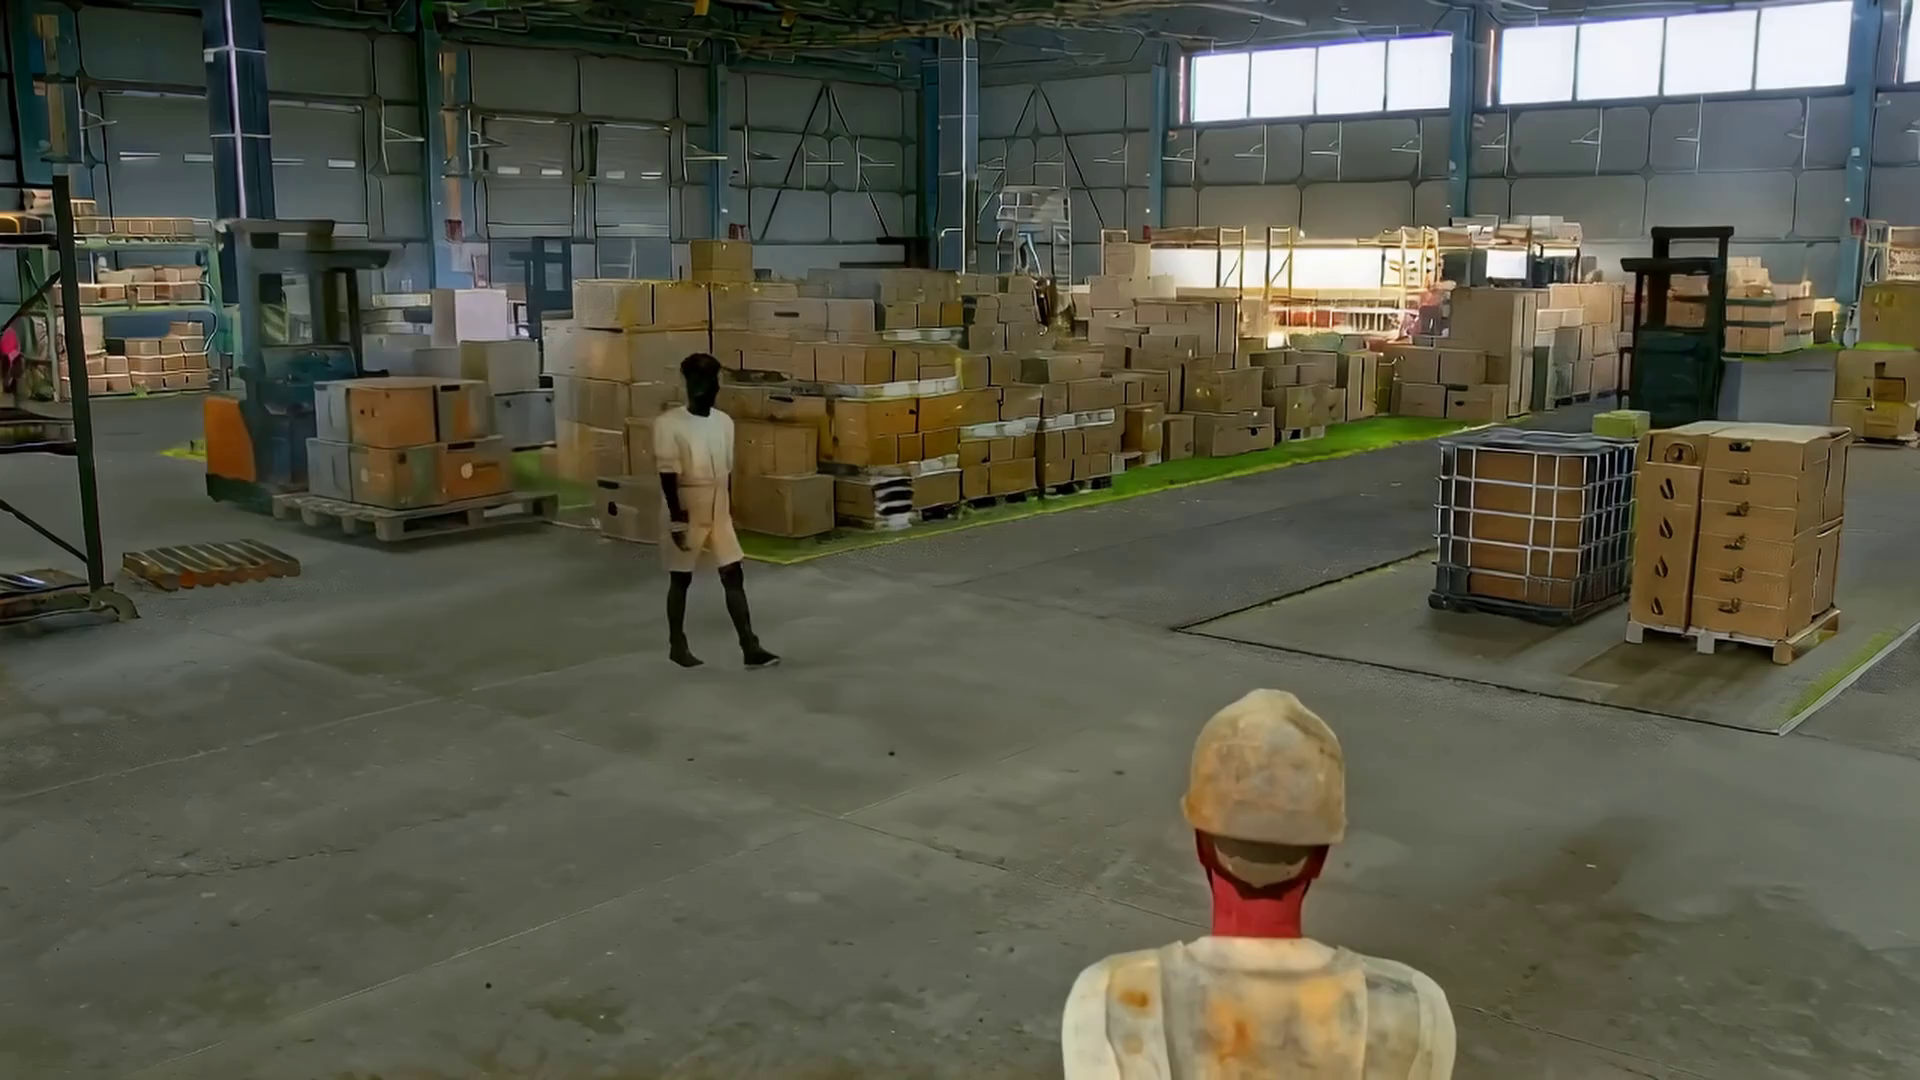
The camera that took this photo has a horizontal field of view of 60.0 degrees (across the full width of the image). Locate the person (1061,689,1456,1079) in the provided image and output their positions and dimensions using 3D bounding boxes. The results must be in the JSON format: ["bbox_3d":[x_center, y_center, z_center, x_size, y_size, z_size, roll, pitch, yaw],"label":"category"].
[{"bbox_3d":[0.412,1.168,2.426,0.553,1.935,0.362,0,10,2],"label":"person"}]

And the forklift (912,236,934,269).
[{"bbox_3d":[-0.887,-5.765,39.218,1.873,2.768,1.129,1,10,6],"label":"forklift"}]

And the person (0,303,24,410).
[{"bbox_3d":[-12.450,-2.162,21.664,0.551,1.834,0.432,10,14,43],"label":"person"}]

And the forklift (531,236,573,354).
[{"bbox_3d":[-9.601,-5.790,39.356,1.873,2.768,1.129,8,13,40],"label":"forklift"}]

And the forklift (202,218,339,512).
[{"bbox_3d":[-6.542,-1.734,16.262,1.873,2.768,1.129,8,13,40],"label":"forklift"}]

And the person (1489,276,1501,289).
[{"bbox_3d":[12.639,-5.294,39.350,0.469,1.894,0.765,-1,10,-8],"label":"person"}]

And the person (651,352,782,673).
[{"bbox_3d":[-1.472,-0.134,9.867,0.615,1.933,0.845,-10,14,-44],"label":"person"}]

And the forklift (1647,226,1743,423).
[{"bbox_3d":[9.408,-2.671,21.598,1.129,2.768,1.873,8,13,40],"label":"forklift"}]

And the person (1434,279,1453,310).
[{"bbox_3d":[10.000,-4.392,34.121,0.570,1.922,0.438,2,10,10],"label":"person"}]

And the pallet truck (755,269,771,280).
[{"bbox_3d":[-4.996,-6.432,45.525,1.885,1.965,0.823,-6,12,-32],"label":"pallet truck"}]

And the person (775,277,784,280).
[{"bbox_3d":[-4.120,-5.093,38.233,0.356,1.882,0.573,1,10,6],"label":"person"}]
